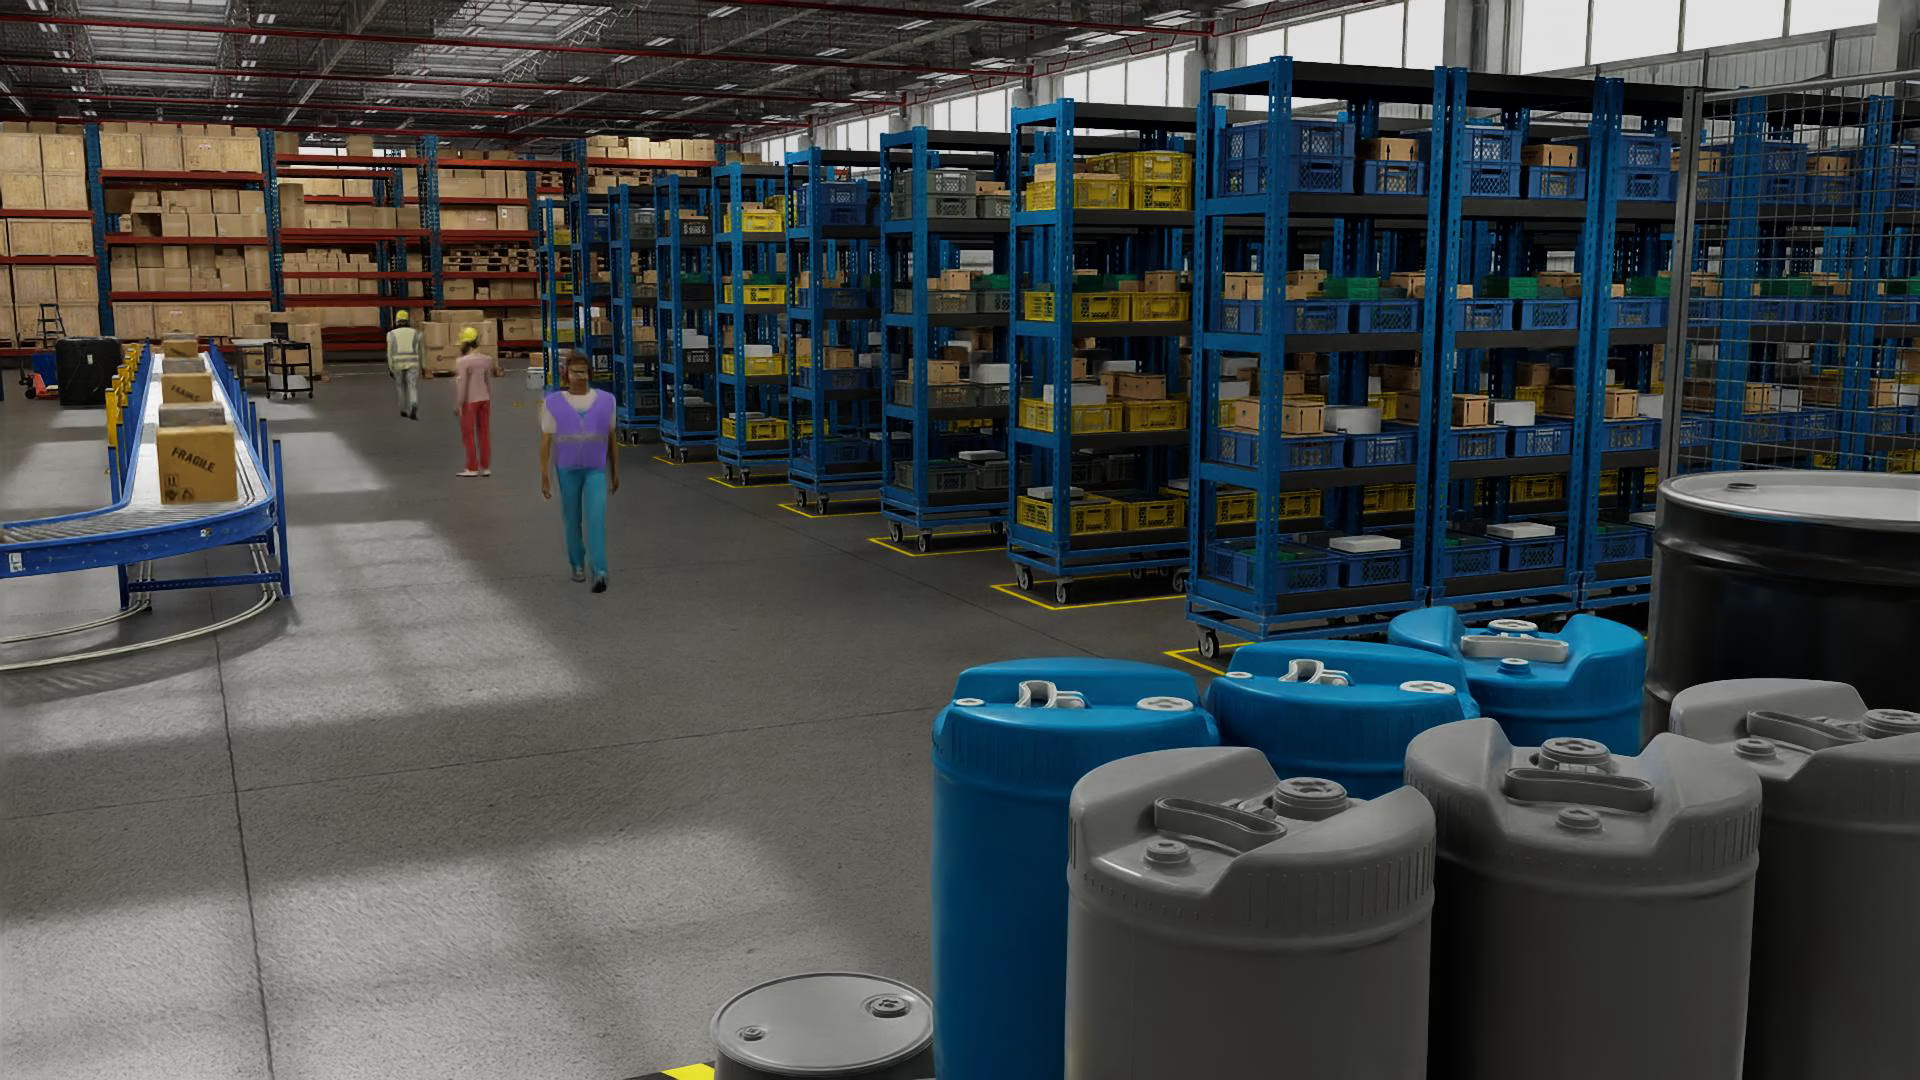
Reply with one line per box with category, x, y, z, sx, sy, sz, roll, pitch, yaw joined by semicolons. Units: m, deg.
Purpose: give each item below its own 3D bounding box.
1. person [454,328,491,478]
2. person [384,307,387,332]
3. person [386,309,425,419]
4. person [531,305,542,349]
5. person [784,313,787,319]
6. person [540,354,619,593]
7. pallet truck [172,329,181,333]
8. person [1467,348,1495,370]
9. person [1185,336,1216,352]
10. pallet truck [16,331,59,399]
person;-5.704;-1.597;19.522;0.300;1.749;0.566;5;10;28
person;-20.791;-8.298;60.823;0.762;1.820;0.597;-4;10;-23
person;-9.067;-2.871;27.238;0.594;1.811;0.820;-3;10;-21
person;-12.645;-6.475;49.534;0.403;1.823;0.588;0;9;3
person;-4.909;-6.403;48.751;0.637;1.932;0.615;-4;10;-21
person;-2.883;-0.513;12.636;0.591;1.793;0.989;-3;10;-17
pallet truck;-17.275;-3.851;35.096;1.601;1.201;0.680;0;9;1
person;5.656;-1.523;18.280;0.401;1.989;0.623;7;12;38
person;3.344;-2.407;23.608;0.609;2.044;0.397;-5;10;-27
pallet truck;-17.082;-3.353;31.781;1.630;1.274;0.653;-4;10;-25
